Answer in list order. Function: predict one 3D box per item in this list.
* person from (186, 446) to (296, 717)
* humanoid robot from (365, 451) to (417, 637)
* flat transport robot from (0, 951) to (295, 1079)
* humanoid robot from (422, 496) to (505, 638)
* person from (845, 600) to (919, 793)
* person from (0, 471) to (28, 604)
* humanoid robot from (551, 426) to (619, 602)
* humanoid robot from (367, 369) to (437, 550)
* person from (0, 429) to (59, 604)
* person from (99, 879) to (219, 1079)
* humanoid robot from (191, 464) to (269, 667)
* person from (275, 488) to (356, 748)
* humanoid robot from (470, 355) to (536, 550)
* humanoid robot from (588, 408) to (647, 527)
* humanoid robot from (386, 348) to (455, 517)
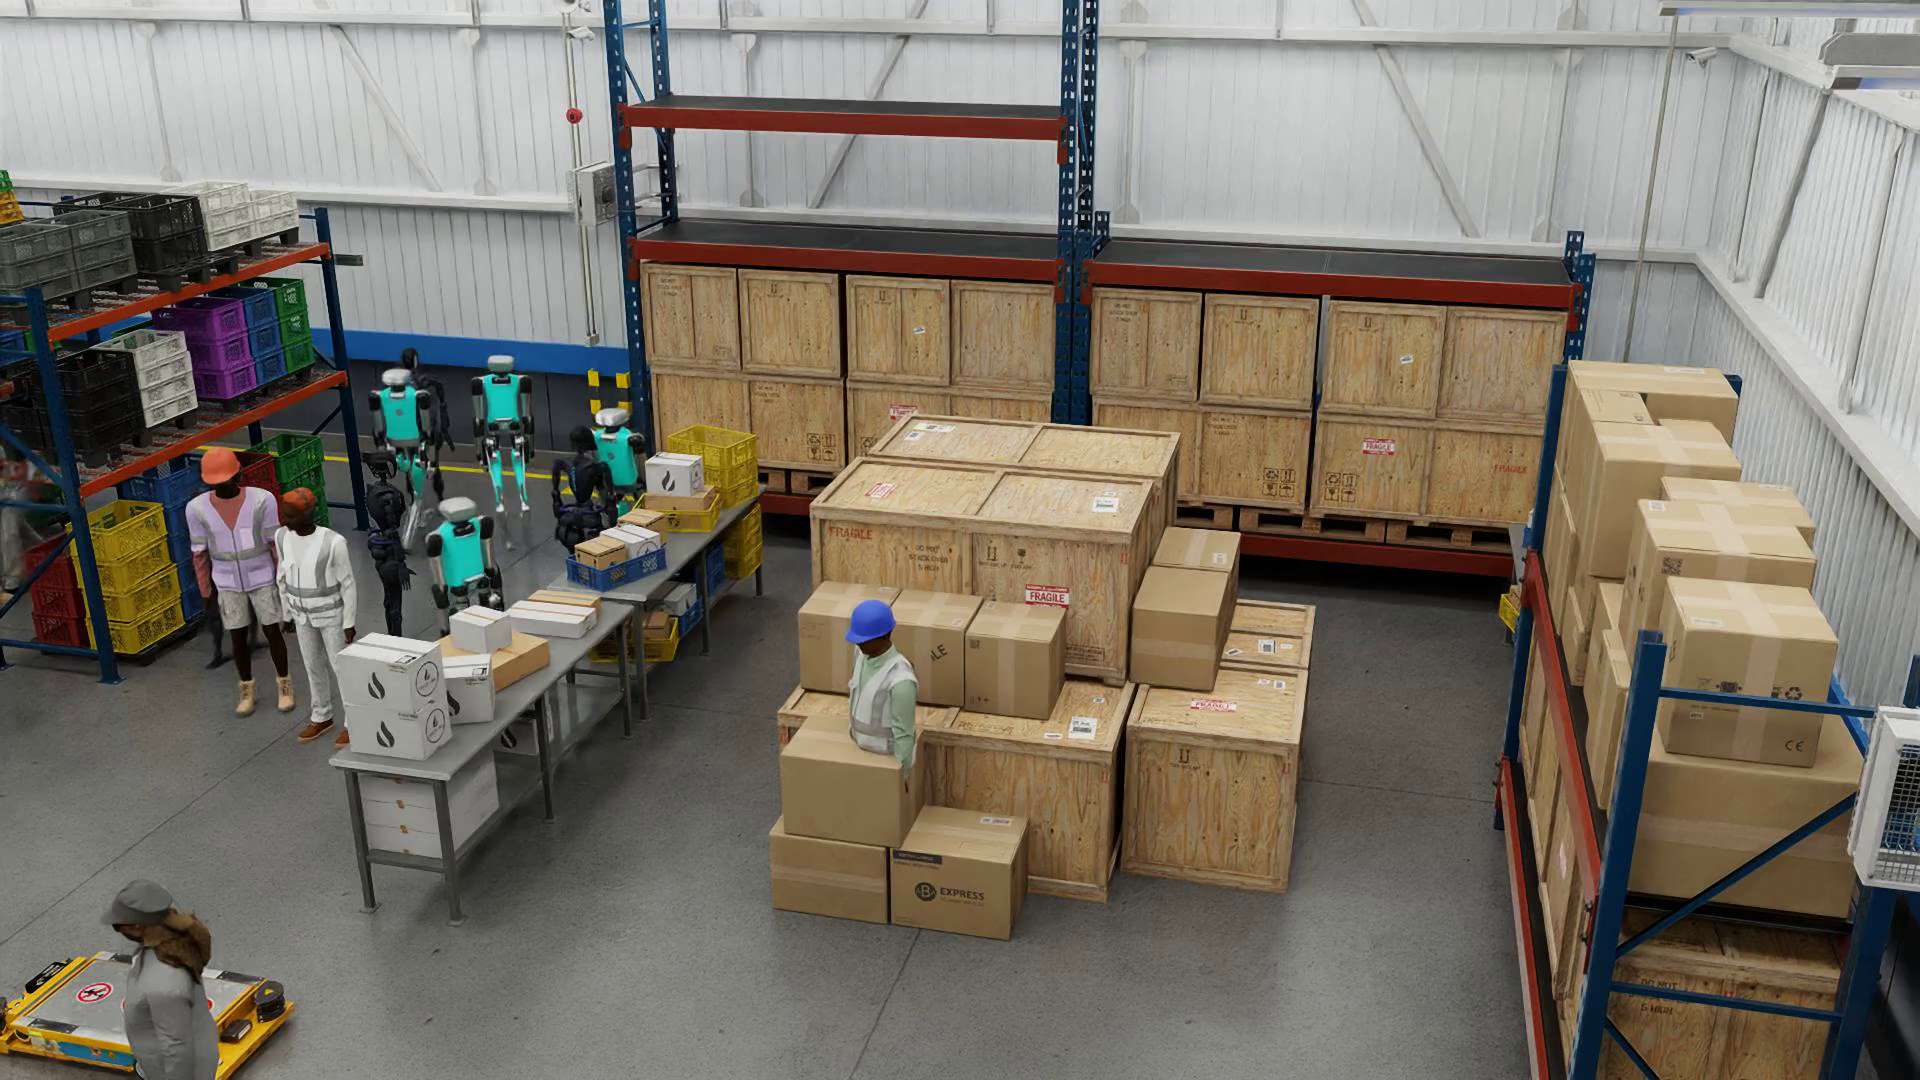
[{"bbox_3d":[-5.090,0.295,11.812,0.608,2.033,0.401,-6,22,-15],"label":"person"},{"bbox_3d":[-4.359,0.116,12.750,0.315,1.657,0.599,-10,23,-24],"label":"humanoid robot"},{"bbox_3d":[-4.270,2.464,8.601,1.431,0.231,0.659,5,22,13],"label":"flat transport robot"},{"bbox_3d":[-3.203,0.623,11.455,0.819,1.806,0.530,15,26,35],"label":"humanoid robot"},{"bbox_3d":[-0.455,1.223,9.524,0.416,1.932,0.613,-11,23,-26],"label":"person"},{"bbox_3d":[-8.094,-0.392,13.876,0.431,1.838,0.623,1,21,4],"label":"person"},{"bbox_3d":[-3.022,-0.113,13.369,0.589,1.657,0.347,4,21,11],"label":"humanoid robot"},{"bbox_3d":[-4.981,-0.785,15.107,0.542,1.724,1.022,-3,21,-8],"label":"humanoid robot"},{"bbox_3d":[-8.027,-0.424,14.054,0.606,1.783,0.786,9,23,22],"label":"person"},{"bbox_3d":[-3.334,2.223,7.126,0.397,1.767,0.572,-9,23,-23],"label":"person"},{"bbox_3d":[-5.613,0.143,12.709,0.610,1.644,0.551,10,23,24],"label":"humanoid robot"},{"bbox_3d":[-4.396,0.527,11.404,0.579,1.881,0.340,7,22,17],"label":"person"},{"bbox_3d":[-4.038,-0.684,14.884,0.549,1.868,0.675,-7,22,-18],"label":"humanoid robot"},{"bbox_3d":[-2.679,-0.255,13.823,0.538,1.881,0.807,6,22,16],"label":"humanoid robot"},{"bbox_3d":[-5.095,-1.007,15.704,0.591,1.654,0.325,-4,21,-11],"label":"humanoid robot"}]
